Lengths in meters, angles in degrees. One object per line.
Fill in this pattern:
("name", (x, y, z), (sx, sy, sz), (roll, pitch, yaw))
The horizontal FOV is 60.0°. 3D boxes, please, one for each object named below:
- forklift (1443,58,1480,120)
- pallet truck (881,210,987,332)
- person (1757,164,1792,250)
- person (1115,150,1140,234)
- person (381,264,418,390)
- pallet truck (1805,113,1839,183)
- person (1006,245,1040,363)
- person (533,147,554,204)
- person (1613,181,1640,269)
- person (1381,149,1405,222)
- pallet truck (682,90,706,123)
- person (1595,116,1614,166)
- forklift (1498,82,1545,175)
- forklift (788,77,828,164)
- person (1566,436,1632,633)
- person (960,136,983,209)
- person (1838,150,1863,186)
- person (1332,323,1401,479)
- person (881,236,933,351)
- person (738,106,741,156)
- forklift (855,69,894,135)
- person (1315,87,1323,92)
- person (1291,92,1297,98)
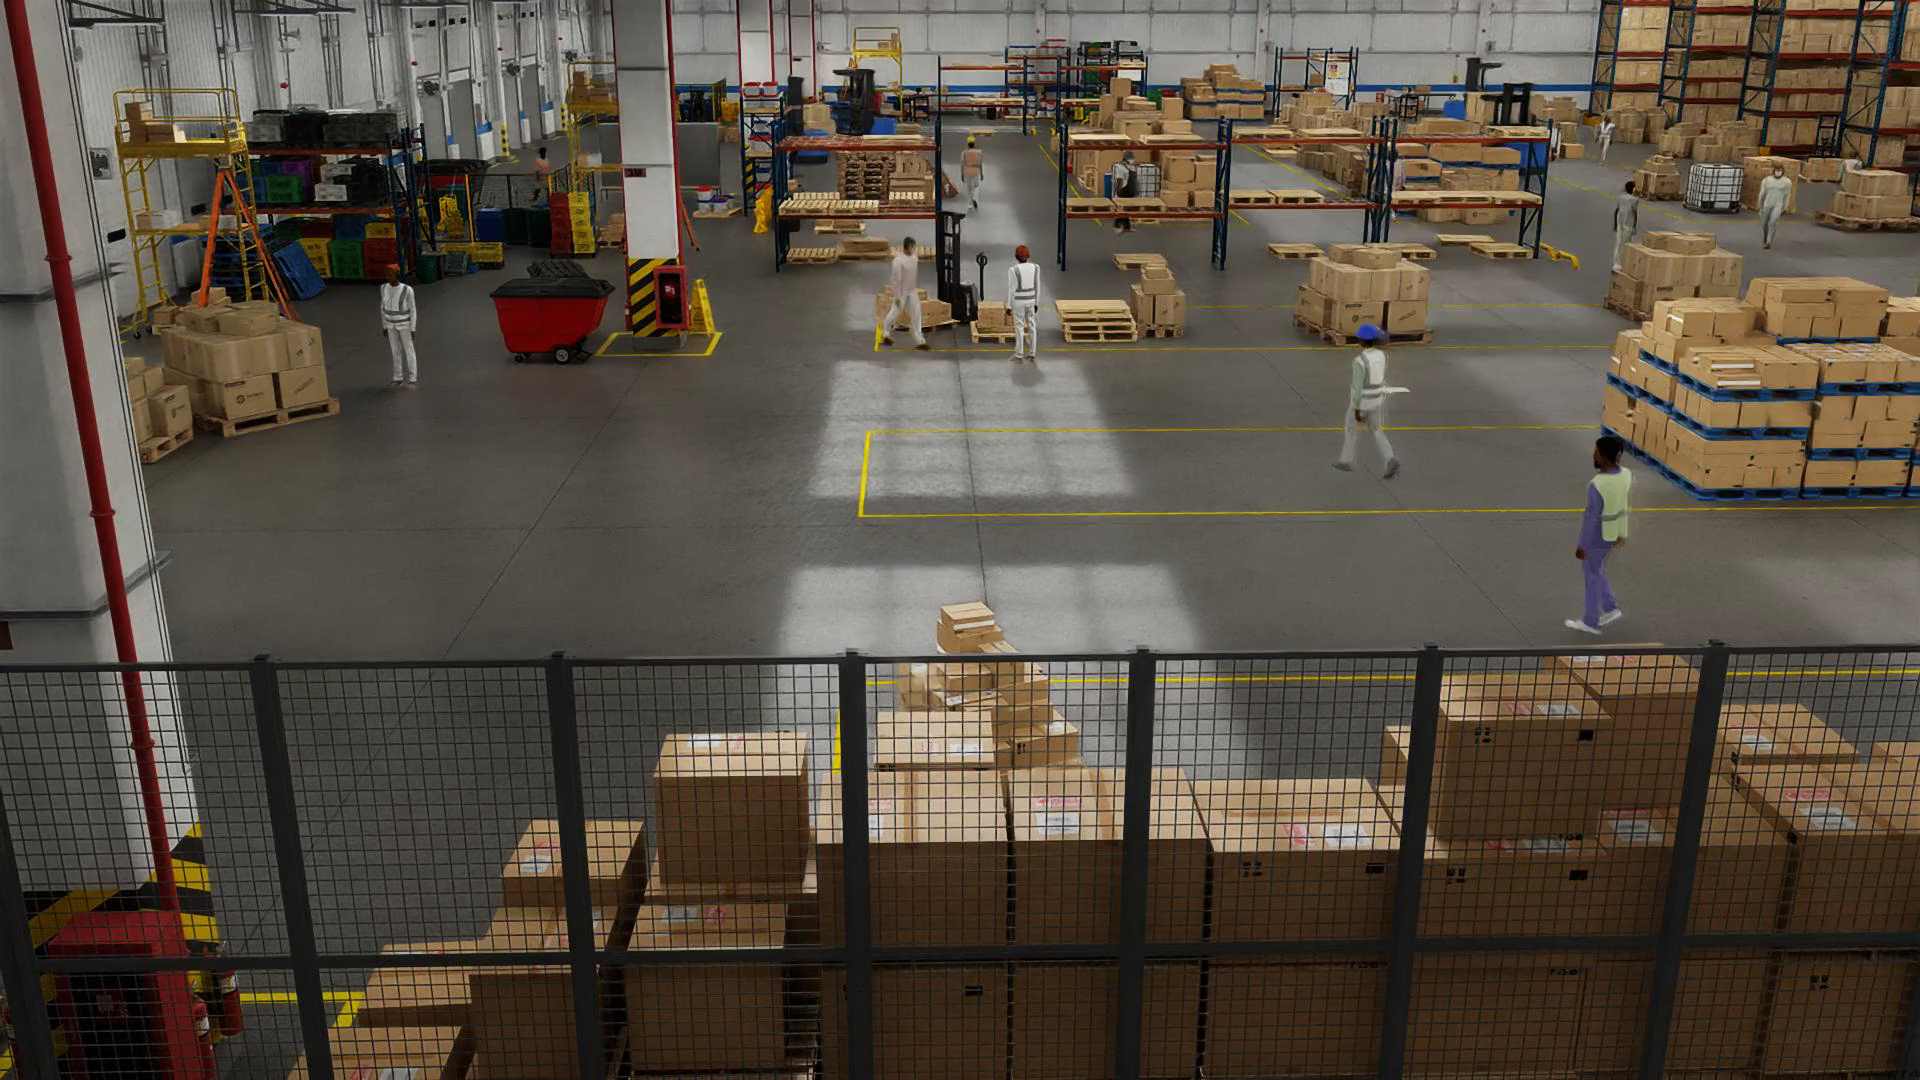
("forklift", (21.021, -18.416, 68.505), (1.873, 2.768, 1.129), (10, 21, 28))
("pallet truck", (-0.493, -4.759, 29.349), (1.885, 1.965, 0.823), (-13, 23, -34))
("person", (18.563, -7.620, 37.947), (0.644, 1.927, 0.635), (12, 22, 31))
("person", (4.087, -8.437, 40.193), (0.558, 2.000, 0.870), (11, 21, 29))
("person", (-8.384, -3.183, 24.851), (0.574, 1.882, 0.355), (6, 20, 17))
("pallet truck", (26.403, -11.957, 50.702), (0.823, 1.965, 1.885), (6, 19, 16))
("person", (1.012, -3.771, 26.588), (0.572, 1.887, 0.354), (-10, 21, -28))
("person", (-11.156, -9.655, 44.417), (0.872, 1.649, 0.531), (12, 22, 32))
("person", (14.179, -6.694, 35.329), (0.563, 1.836, 0.844), (17, 25, 40))
("person", (11.001, -9.084, 42.491), (0.615, 1.803, 0.920), (-8, 20, -22))
("pallet truck", (-9.671, -15.907, 62.421), (0.823, 1.965, 1.885), (5, 19, 15))
("person", (21.410, -13.264, 55.198), (0.513, 1.596, 0.858), (16, 24, 40))
("forklift", (17.395, -12.933, 52.237), (1.129, 2.768, 1.873), (-10, 21, -26))
("forklift", (-5.414, -13.916, 55.155), (1.873, 2.768, 1.129), (-6, 19, -16))
("person", (5.961, -0.043, 15.496), (0.626, 1.905, 0.448), (-16, 24, -39))
("person", (0.314, -9.846, 44.565), (0.615, 1.912, 0.413), (0, 19, 0))
("person", (23.549, -9.499, 44.032), (0.850, 1.596, 0.516), (-15, 24, -37))
("person", (5.044, -1.707, 20.430), (0.604, 1.923, 0.899), (-13, 22, -33))
("person", (-0.934, -4.109, 27.621), (1.071, 1.881, 0.653), (14, 23, 36))
("person", (-7.323, -13.803, 56.287), (0.368, 1.927, 0.589), (0, 19, 0))
("forklift", (-3.395, -15.525, 59.928), (1.873, 2.768, 1.129), (-10, 21, -26))
("person", (14.049, -16.791, 65.221), (1.006, 1.876, 0.561), (5, 19, 14))
("person", (13.243, -16.775, 65.501), (0.647, 1.672, 0.545), (0, 19, 1))
